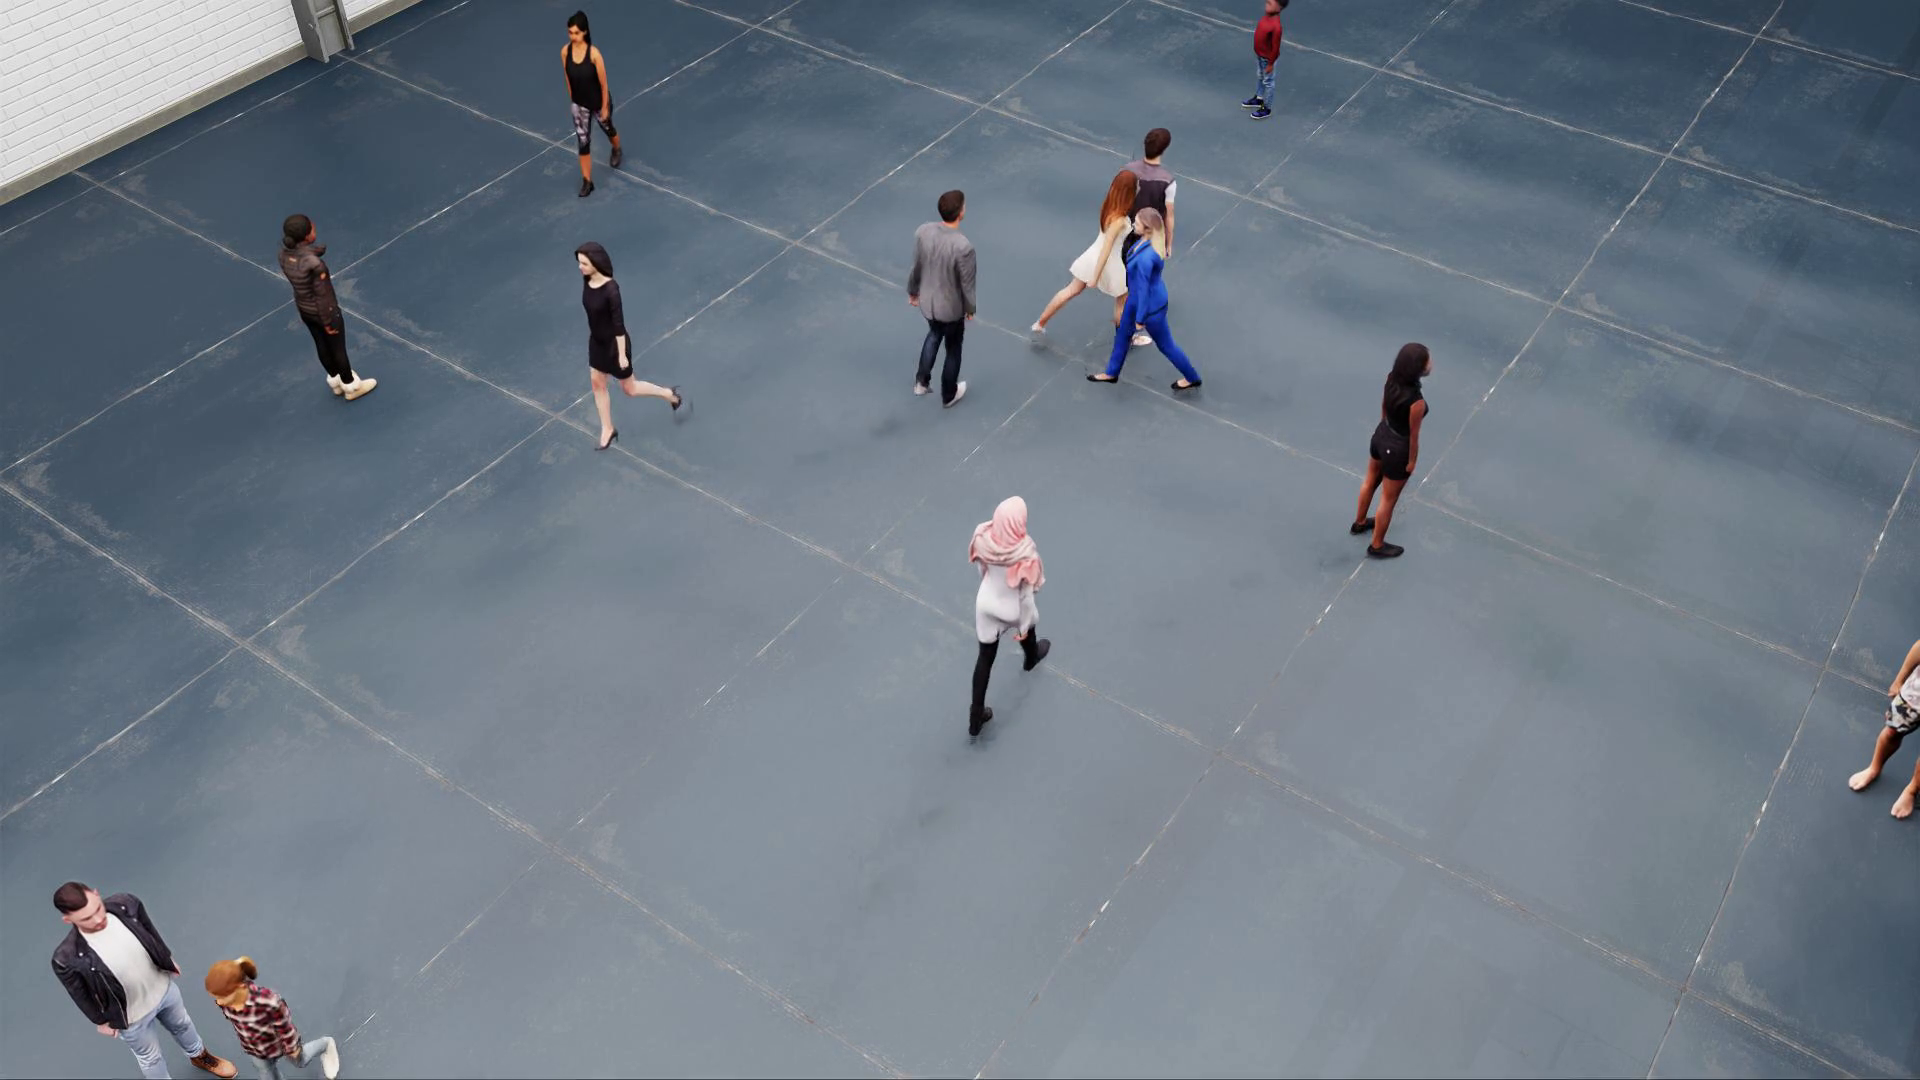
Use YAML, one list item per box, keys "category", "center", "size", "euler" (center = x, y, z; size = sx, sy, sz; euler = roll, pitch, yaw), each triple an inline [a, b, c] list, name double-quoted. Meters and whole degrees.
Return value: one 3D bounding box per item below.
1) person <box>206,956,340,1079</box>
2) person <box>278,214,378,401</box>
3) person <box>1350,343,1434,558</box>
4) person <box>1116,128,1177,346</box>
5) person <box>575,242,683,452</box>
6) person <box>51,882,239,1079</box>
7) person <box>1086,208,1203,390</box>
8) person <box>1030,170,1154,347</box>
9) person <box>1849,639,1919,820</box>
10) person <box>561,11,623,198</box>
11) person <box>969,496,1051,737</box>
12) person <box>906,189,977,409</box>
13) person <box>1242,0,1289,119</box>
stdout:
- category: "person"
  center: [-3.544, 2.507, 8.594]
  size: [0.723, 1.288, 0.854]
  euler: [4, 44, 4]
- category: "person"
  center: [-4.937, -1.759, 12.802]
  size: [0.652, 1.660, 0.608]
  euler: [25, 49, 24]
- category: "person"
  center: [3.018, -0.638, 11.566]
  size: [0.706, 1.742, 0.669]
  euler: [-12, 45, -12]
- category: "person"
  center: [1.434, -2.381, 13.356]
  size: [0.913, 1.796, 1.235]
  euler: [13, 45, 14]
- category: "person"
  center: [-2.513, -1.447, 12.389]
  size: [1.082, 1.777, 0.769]
  euler: [-30, 51, -28]
- category: "person"
  center: [-4.170, 2.297, 8.416]
  size: [0.751, 1.837, 0.548]
  euler: [18, 46, 18]
- category: "person"
  center: [1.555, -1.802, 12.856]
  size: [1.093, 1.648, 1.181]
  euler: [4, 44, 4]
- category: "person"
  center: [1.061, -2.192, 13.257]
  size: [1.204, 1.659, 1.180]
  euler: [-7, 44, -8]
- category: "person"
  center: [5.847, 0.909, 9.892]
  size: [0.644, 1.811, 0.715]
  euler: [-33, 53, -30]
- category: "person"
  center: [-3.336, -4.047, 15.235]
  size: [0.908, 1.616, 1.187]
  euler: [8, 44, 8]
- category: "person"
  center: [0.229, 0.489, 10.375]
  size: [0.719, 1.753, 1.199]
  euler: [22, 48, 21]
- category: "person"
  center: [-0.171, -1.764, 12.669]
  size: [0.739, 1.850, 0.743]
  euler: [27, 50, 25]
- category: "person"
  center: [3.011, -4.758, 16.242]
  size: [0.644, 1.256, 0.588]
  euler: [-8, 44, -9]
